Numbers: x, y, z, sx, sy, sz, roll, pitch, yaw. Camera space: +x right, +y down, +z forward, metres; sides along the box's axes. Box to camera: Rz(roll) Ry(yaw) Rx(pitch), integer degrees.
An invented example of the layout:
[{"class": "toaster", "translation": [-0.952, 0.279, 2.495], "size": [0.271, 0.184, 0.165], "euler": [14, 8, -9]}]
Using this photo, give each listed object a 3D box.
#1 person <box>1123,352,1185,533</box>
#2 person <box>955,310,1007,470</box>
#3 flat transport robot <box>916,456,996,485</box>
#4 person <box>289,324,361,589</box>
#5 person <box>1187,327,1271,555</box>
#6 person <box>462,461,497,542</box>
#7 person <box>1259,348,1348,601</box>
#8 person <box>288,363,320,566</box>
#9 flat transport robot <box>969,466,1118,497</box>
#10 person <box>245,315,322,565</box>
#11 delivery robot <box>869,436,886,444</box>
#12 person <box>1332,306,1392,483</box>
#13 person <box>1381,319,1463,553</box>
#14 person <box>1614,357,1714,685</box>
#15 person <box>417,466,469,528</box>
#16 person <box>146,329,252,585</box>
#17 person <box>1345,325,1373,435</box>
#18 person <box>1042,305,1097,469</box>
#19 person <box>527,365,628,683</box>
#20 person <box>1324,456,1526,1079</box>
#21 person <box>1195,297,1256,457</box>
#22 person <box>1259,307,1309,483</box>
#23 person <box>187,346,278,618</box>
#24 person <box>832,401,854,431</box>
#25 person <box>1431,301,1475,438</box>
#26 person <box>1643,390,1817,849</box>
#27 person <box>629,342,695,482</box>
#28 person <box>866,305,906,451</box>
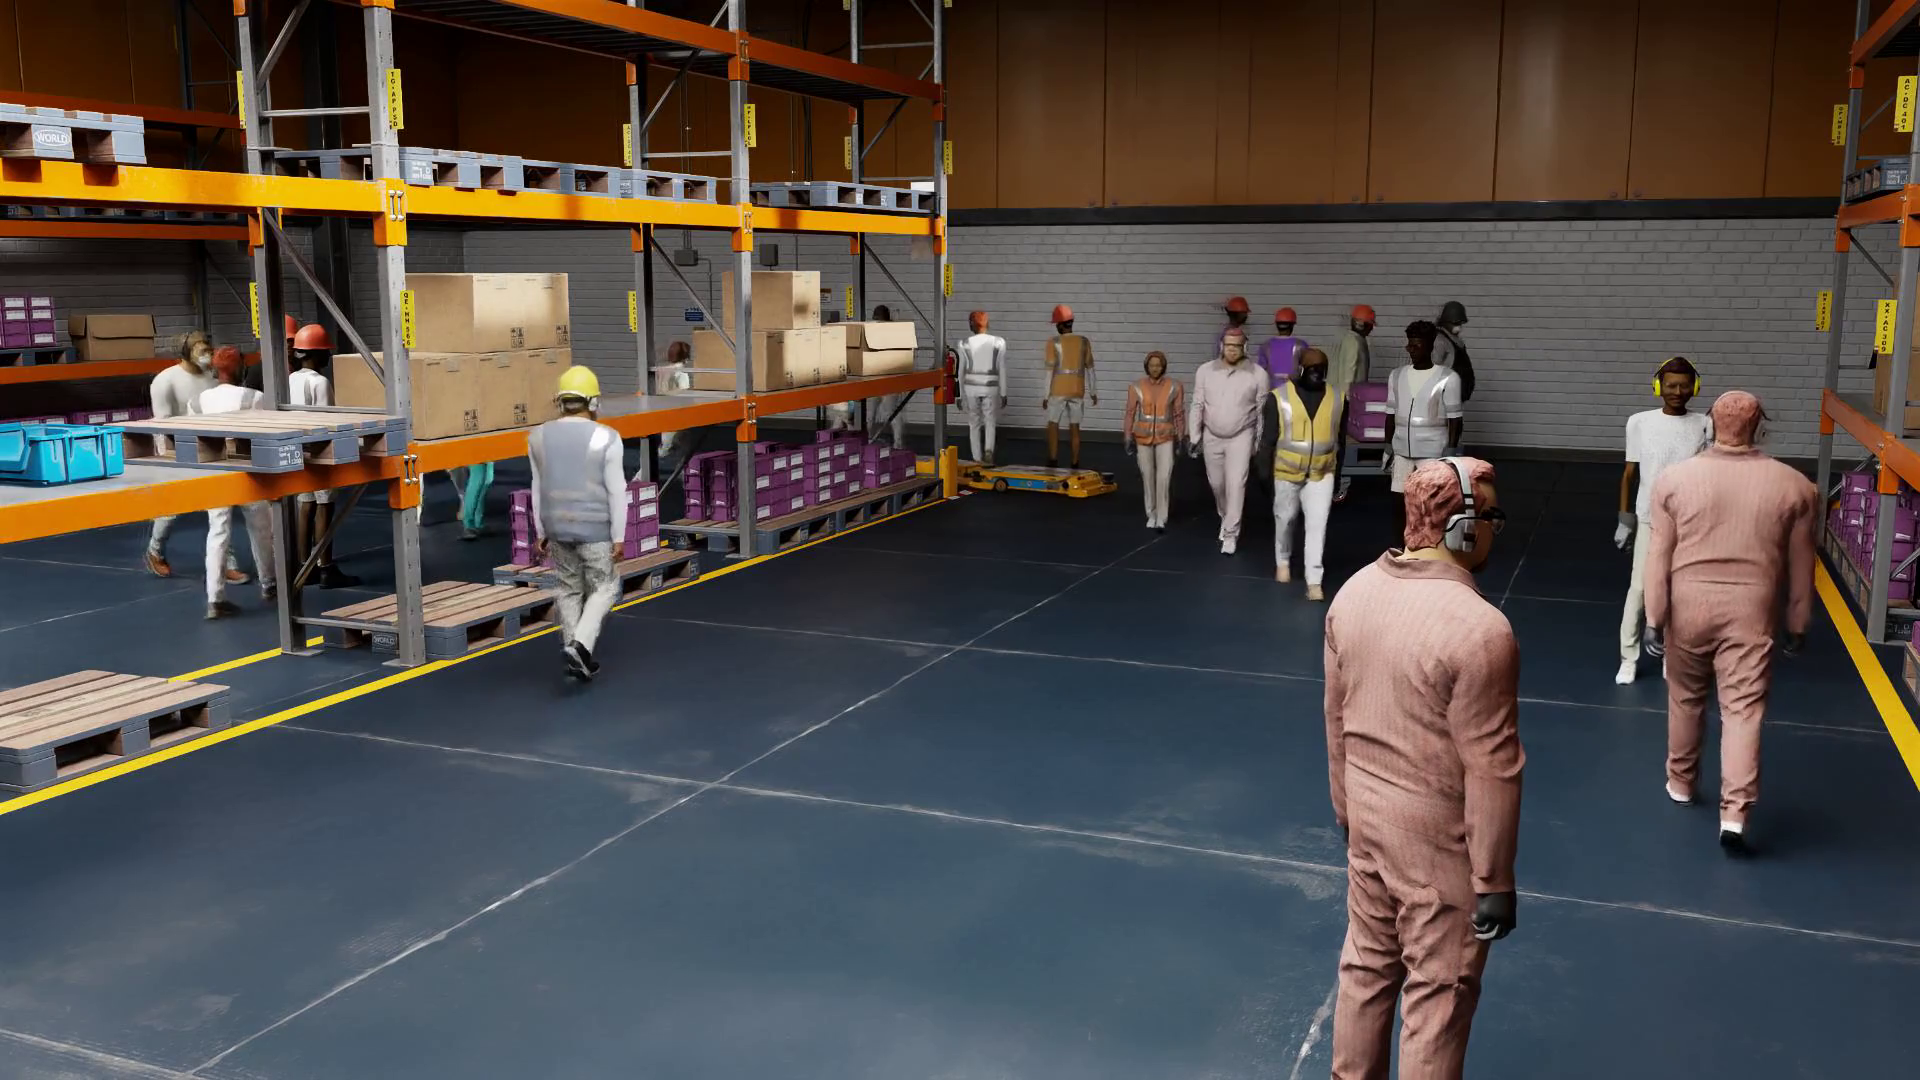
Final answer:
[{"class": "person", "translation": [1.712, -0.856, 14.741], "size": [0.543, 1.594, 0.843], "euler": [2, 10, 11]}, {"class": "person", "translation": [0.236, -1.688, 19.015], "size": [0.603, 1.858, 0.416], "euler": [-1, 9, -4]}, {"class": "flat transport robot", "translation": [-0.300, -0.773, 18.278], "size": [0.652, 0.197, 1.431], "euler": [-9, 13, -43]}, {"class": "person", "translation": [-4.717, -0.609, 12.239], "size": [0.543, 1.940, 0.361], "euler": [8, 12, 39]}, {"class": "person", "translation": [2.271, -0.860, 13.990], "size": [0.639, 1.867, 0.950], "euler": [4, 10, 24]}, {"class": "person", "translation": [-4.148, -0.855, 14.385], "size": [0.420, 1.720, 0.684], "euler": [-2, 10, -11]}, {"class": "person", "translation": [2.489, -0.510, 12.126], "size": [0.639, 1.791, 0.995], "euler": [0, 9, 1]}, {"class": "person", "translation": [-5.198, -0.565, 12.897], "size": [0.507, 1.632, 0.272], "euler": [-4, 10, -23]}, {"class": "flat transport robot", "translation": [0.865, -0.627, 17.392], "size": [1.431, 0.197, 0.652], "euler": [6, 11, 33]}, {"class": "person", "translation": [-5.202, -0.747, 12.908], "size": [0.396, 1.993, 0.617], "euler": [9, 13, 44]}, {"class": "delivery robot", "translation": [-1.189, -1.050, 18.815], "size": [0.707, 0.478, 0.477], "euler": [6, 11, 32]}, {"class": "person", "translation": [4.301, -1.562, 18.014], "size": [1.018, 1.923, 0.648], "euler": [0, 9, 2]}, {"class": "person", "translation": [3.471, -0.680, 12.582], "size": [0.614, 1.963, 0.361], "euler": [9, 13, 42]}, {"class": "person", "translation": [3.970, -0.095, 9.349], "size": [0.533, 1.864, 0.310], "euler": [2, 10, 14]}, {"class": "person", "translation": [-4.797, -1.016, 15.187], "size": [0.625, 1.798, 0.964], "euler": [3, 10, 20]}, {"class": "person", "translation": [-5.743, -0.617, 12.393], "size": [0.941, 1.912, 0.638], "euler": [5, 11, 29]}, {"class": "person", "translation": [4.658, -1.755, 19.411], "size": [0.334, 1.865, 0.517], "euler": [3, 10, 20]}, {"class": "person", "translation": [1.232, -1.620, 18.394], "size": [0.752, 1.935, 0.547], "euler": [-3, 10, -17]}, {"class": "person", "translation": [-2.149, -0.063, 9.321], "size": [0.599, 1.818, 0.535], "euler": [2, 10, 14]}, {"class": "person", "translation": [1.185, 0.739, 4.173], "size": [0.402, 1.906, 0.652], "euler": [-4, 10, -21]}, {"class": "person", "translation": [3.365, -2.026, 20.703], "size": [1.062, 1.997, 0.613], "euler": [2, 10, 11]}, {"class": "person", "translation": [3.532, -1.571, 18.117], "size": [0.575, 1.923, 0.402], "euler": [4, 10, 25]}, {"class": "person", "translation": [-4.965, -0.411, 11.438], "size": [0.628, 1.818, 1.008], "euler": [0, 9, -2]}, {"class": "person", "translation": [-1.187, -1.407, 18.102], "size": [0.590, 1.594, 0.515], "euler": [-2, 10, -12]}, {"class": "person", "translation": [5.229, -1.575, 17.787], "size": [0.536, 2.000, 0.763], "euler": [5, 11, 30]}, {"class": "person", "translation": [3.200, 0.309, 6.941], "size": [0.660, 1.862, 0.988], "euler": [3, 10, 20]}, {"class": "person", "translation": [-3.027, -1.259, 17.233], "size": [0.872, 1.593, 0.528], "euler": [-4, 10, -25]}, {"class": "person", "translation": [-1.033, -1.940, 20.483], "size": [0.876, 1.885, 0.652], "euler": [-4, 10, -24]}]
